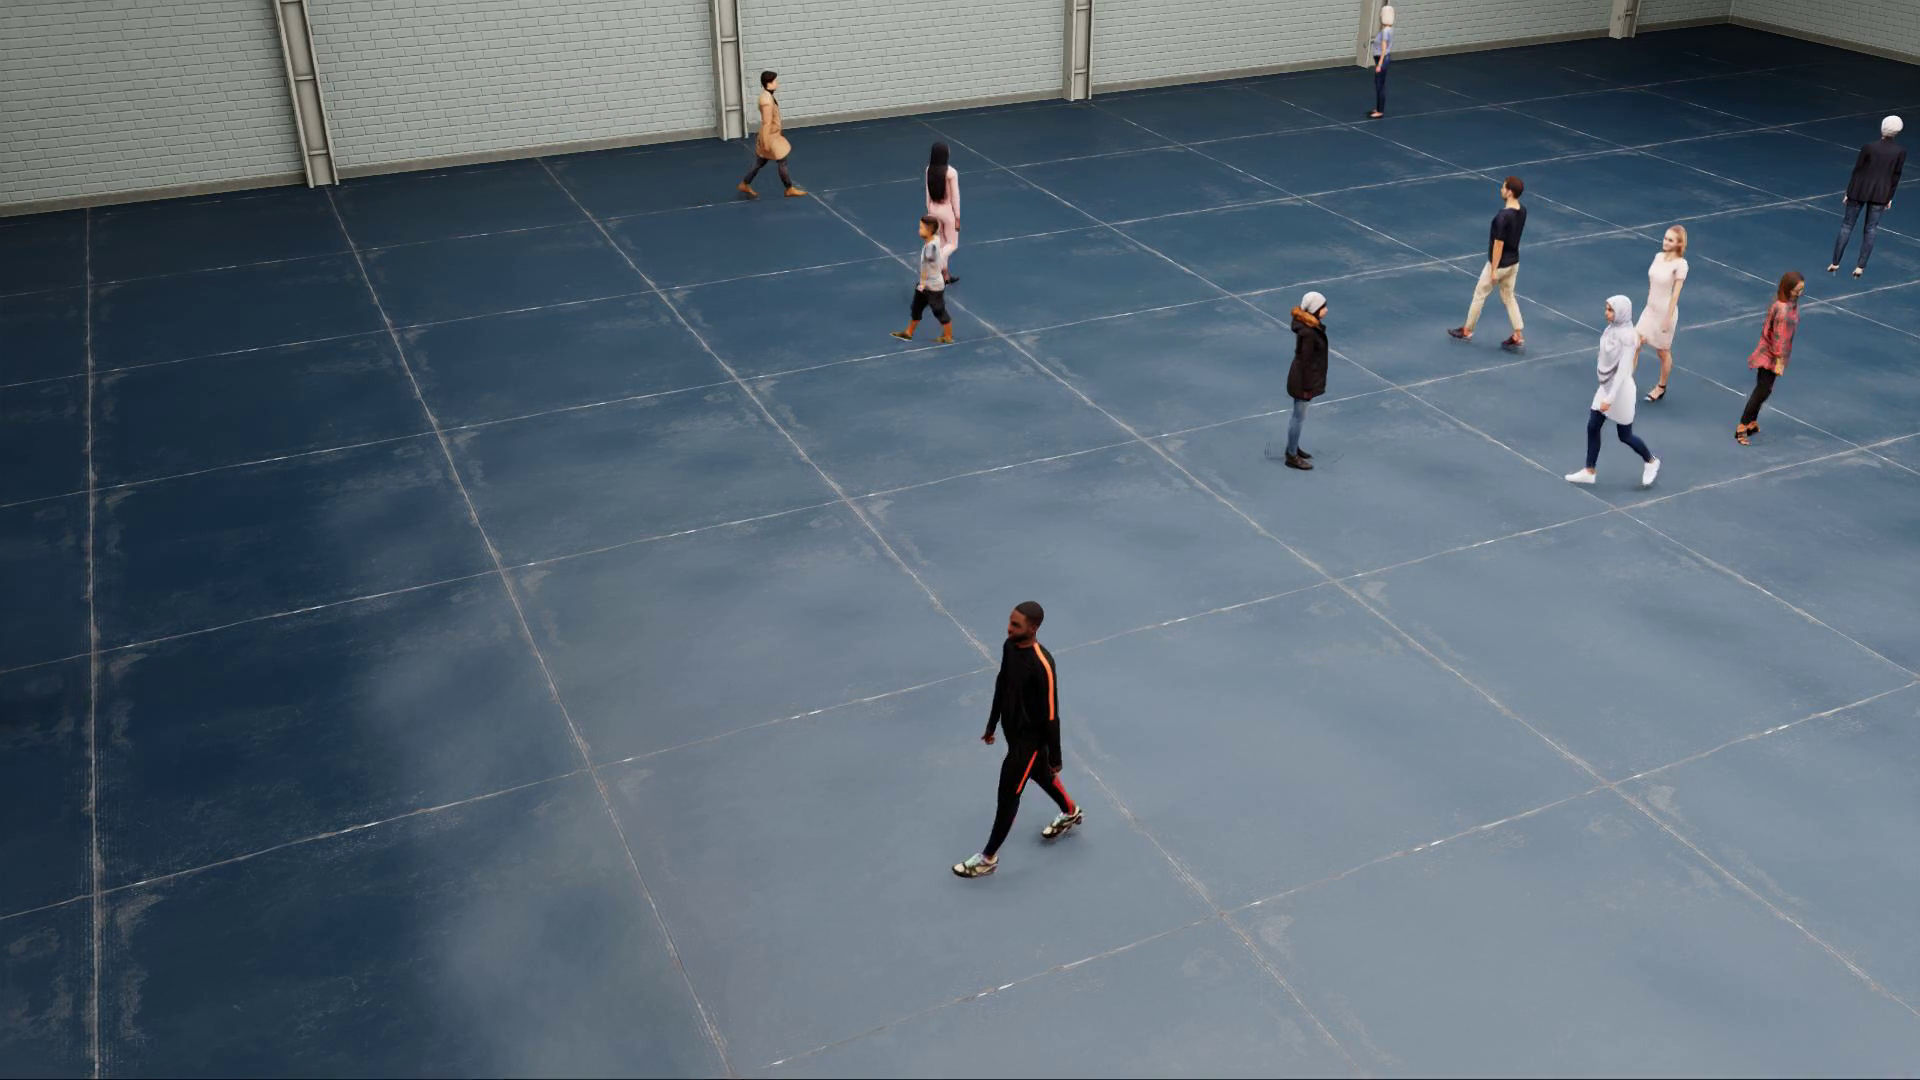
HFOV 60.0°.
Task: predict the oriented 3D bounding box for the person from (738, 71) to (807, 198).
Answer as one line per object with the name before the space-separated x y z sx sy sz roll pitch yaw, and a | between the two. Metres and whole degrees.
person | -2.639 -5.382 22.212 1.206 1.693 0.845 -5 28 -10

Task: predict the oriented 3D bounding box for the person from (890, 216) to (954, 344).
person | -0.231 -2.778 17.600 1.003 1.433 0.811 -1 28 -3

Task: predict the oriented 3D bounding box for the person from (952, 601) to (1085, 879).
person | 0.476 1.145 9.888 1.200 1.758 0.672 -14 31 -24

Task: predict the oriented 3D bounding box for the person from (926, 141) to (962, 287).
person | -0.236 -3.672 18.987 0.826 1.707 1.004 24 36 38

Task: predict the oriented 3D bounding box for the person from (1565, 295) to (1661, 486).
person | 5.774 -1.257 14.422 1.113 1.736 0.814 -6 29 -11

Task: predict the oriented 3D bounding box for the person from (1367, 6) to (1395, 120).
person | 6.669 -7.539 26.233 0.707 1.721 0.650 9 29 17

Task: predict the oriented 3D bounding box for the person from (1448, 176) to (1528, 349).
person | 5.726 -2.857 17.328 1.052 1.827 0.870 -21 35 -34

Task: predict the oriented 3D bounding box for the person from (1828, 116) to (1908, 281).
person | 9.675 -3.686 17.782 0.823 1.782 0.788 10 30 19

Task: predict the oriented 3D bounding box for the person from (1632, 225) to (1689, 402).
person | 6.831 -2.158 16.045 0.869 1.801 0.630 -10 30 -18

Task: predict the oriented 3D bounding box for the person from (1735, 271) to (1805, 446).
person | 7.500 -1.724 15.360 0.814 1.678 0.721 6 29 11

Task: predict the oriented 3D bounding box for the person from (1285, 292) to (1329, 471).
person | 3.090 -1.448 14.890 0.783 1.634 0.743 6 29 11
